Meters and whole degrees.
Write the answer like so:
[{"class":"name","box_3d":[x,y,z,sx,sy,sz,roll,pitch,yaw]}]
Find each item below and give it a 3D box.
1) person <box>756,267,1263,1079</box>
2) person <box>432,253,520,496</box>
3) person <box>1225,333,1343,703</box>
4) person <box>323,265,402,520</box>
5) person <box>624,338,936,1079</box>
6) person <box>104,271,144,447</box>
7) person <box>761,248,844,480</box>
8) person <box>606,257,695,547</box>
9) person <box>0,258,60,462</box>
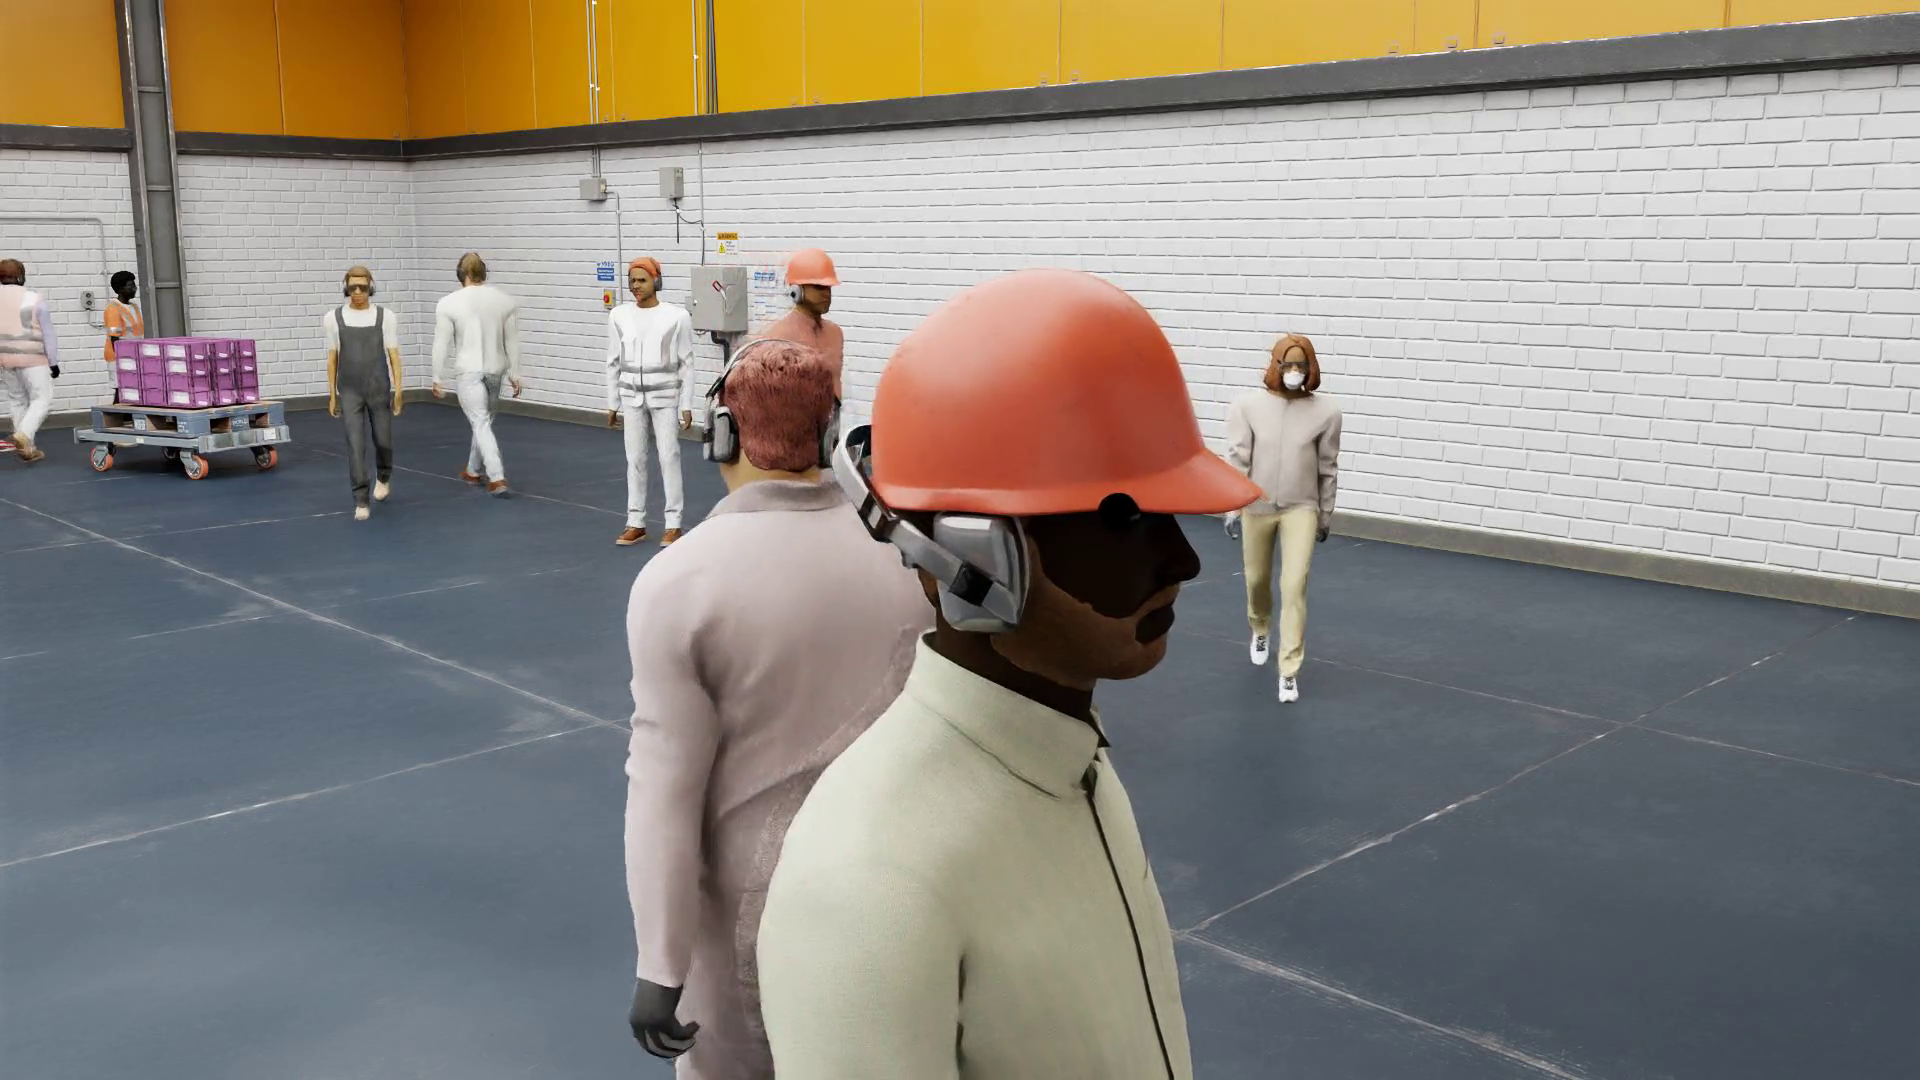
[{"class":"person","box_3d":[0.041,0.775,1.441,0.381,1.996,0.608,3,11,15]},{"class":"person","box_3d":[-3.787,-1.299,13.057,0.650,1.890,1.020,-9,13,-39]},{"class":"person","box_3d":[1.453,-0.140,7.514,0.499,1.599,0.801,2,11,13]},{"class":"person","box_3d":[-4.331,-1.088,12.114,0.513,1.824,0.785,-3,11,-18]},{"class":"person","box_3d":[-0.227,0.599,2.798,0.691,1.861,0.934,-8,13,-36]},{"class":"person","box_3d":[-8.018,-1.737,15.986,0.332,1.685,0.537,0,10,1]},{"class":"person","box_3d":[-0.680,-0.453,8.256,1.005,1.942,0.640,8,13,37]},{"class":"person","box_3d":[-2.014,-0.889,10.817,0.584,1.882,0.337,2,11,10]},{"class":"person","box_3d":[-8.319,-1.570,14.695,0.628,1.824,0.665,0,10,0]}]
